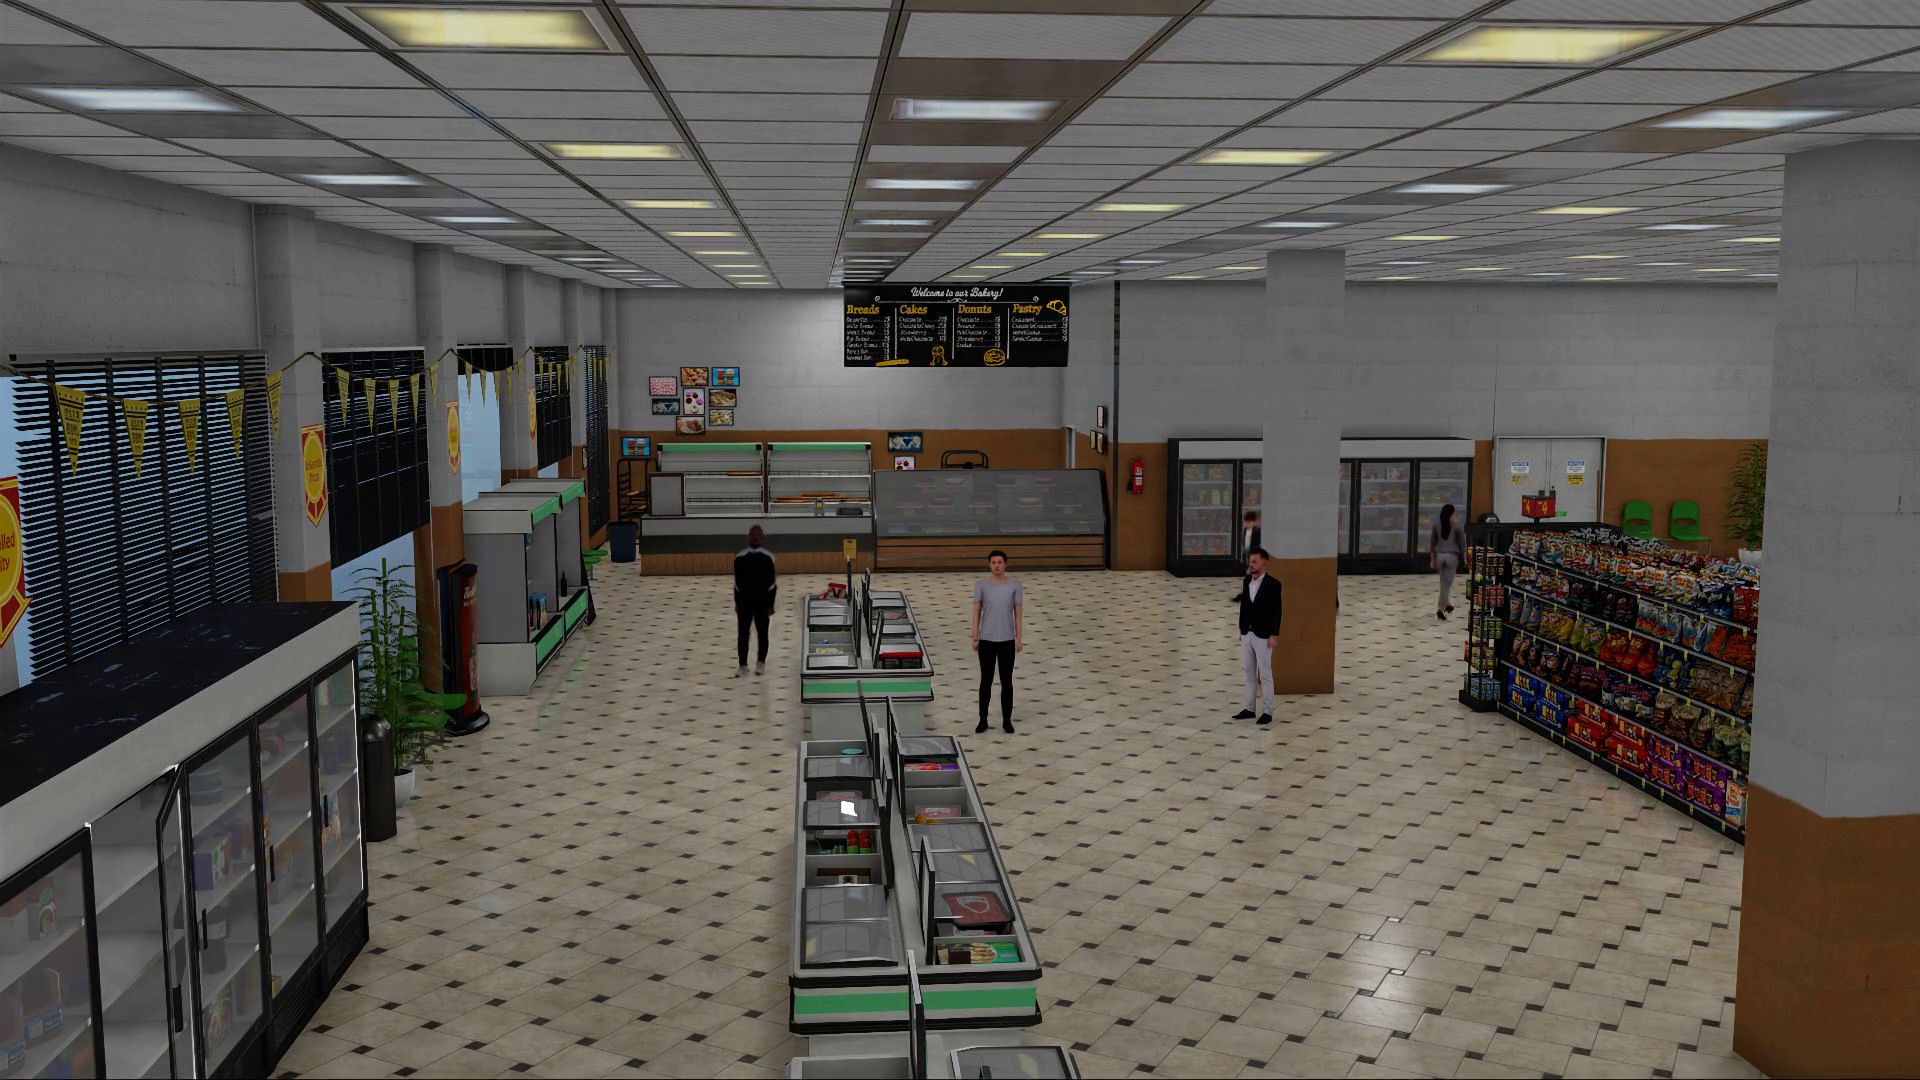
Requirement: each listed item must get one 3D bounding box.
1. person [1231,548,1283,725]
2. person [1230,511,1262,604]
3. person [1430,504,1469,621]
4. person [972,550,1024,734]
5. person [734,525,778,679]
[{"bbox_3d":[3.139,0.993,17.448,0.803,1.843,0.700,-6,9,-40],"label":"person"},{"bbox_3d":[4.488,0.276,25.182,0.771,1.410,0.960,-3,7,-22],"label":"person"},{"bbox_3d":[6.886,0.350,23.644,1.049,1.632,1.113,6,9,40],"label":"person"},{"bbox_3d":[0.383,1.030,17.055,0.696,1.863,0.596,0,7,4],"label":"person"},{"bbox_3d":[-2.433,0.716,19.893,0.752,1.806,0.990,0,7,3],"label":"person"}]
